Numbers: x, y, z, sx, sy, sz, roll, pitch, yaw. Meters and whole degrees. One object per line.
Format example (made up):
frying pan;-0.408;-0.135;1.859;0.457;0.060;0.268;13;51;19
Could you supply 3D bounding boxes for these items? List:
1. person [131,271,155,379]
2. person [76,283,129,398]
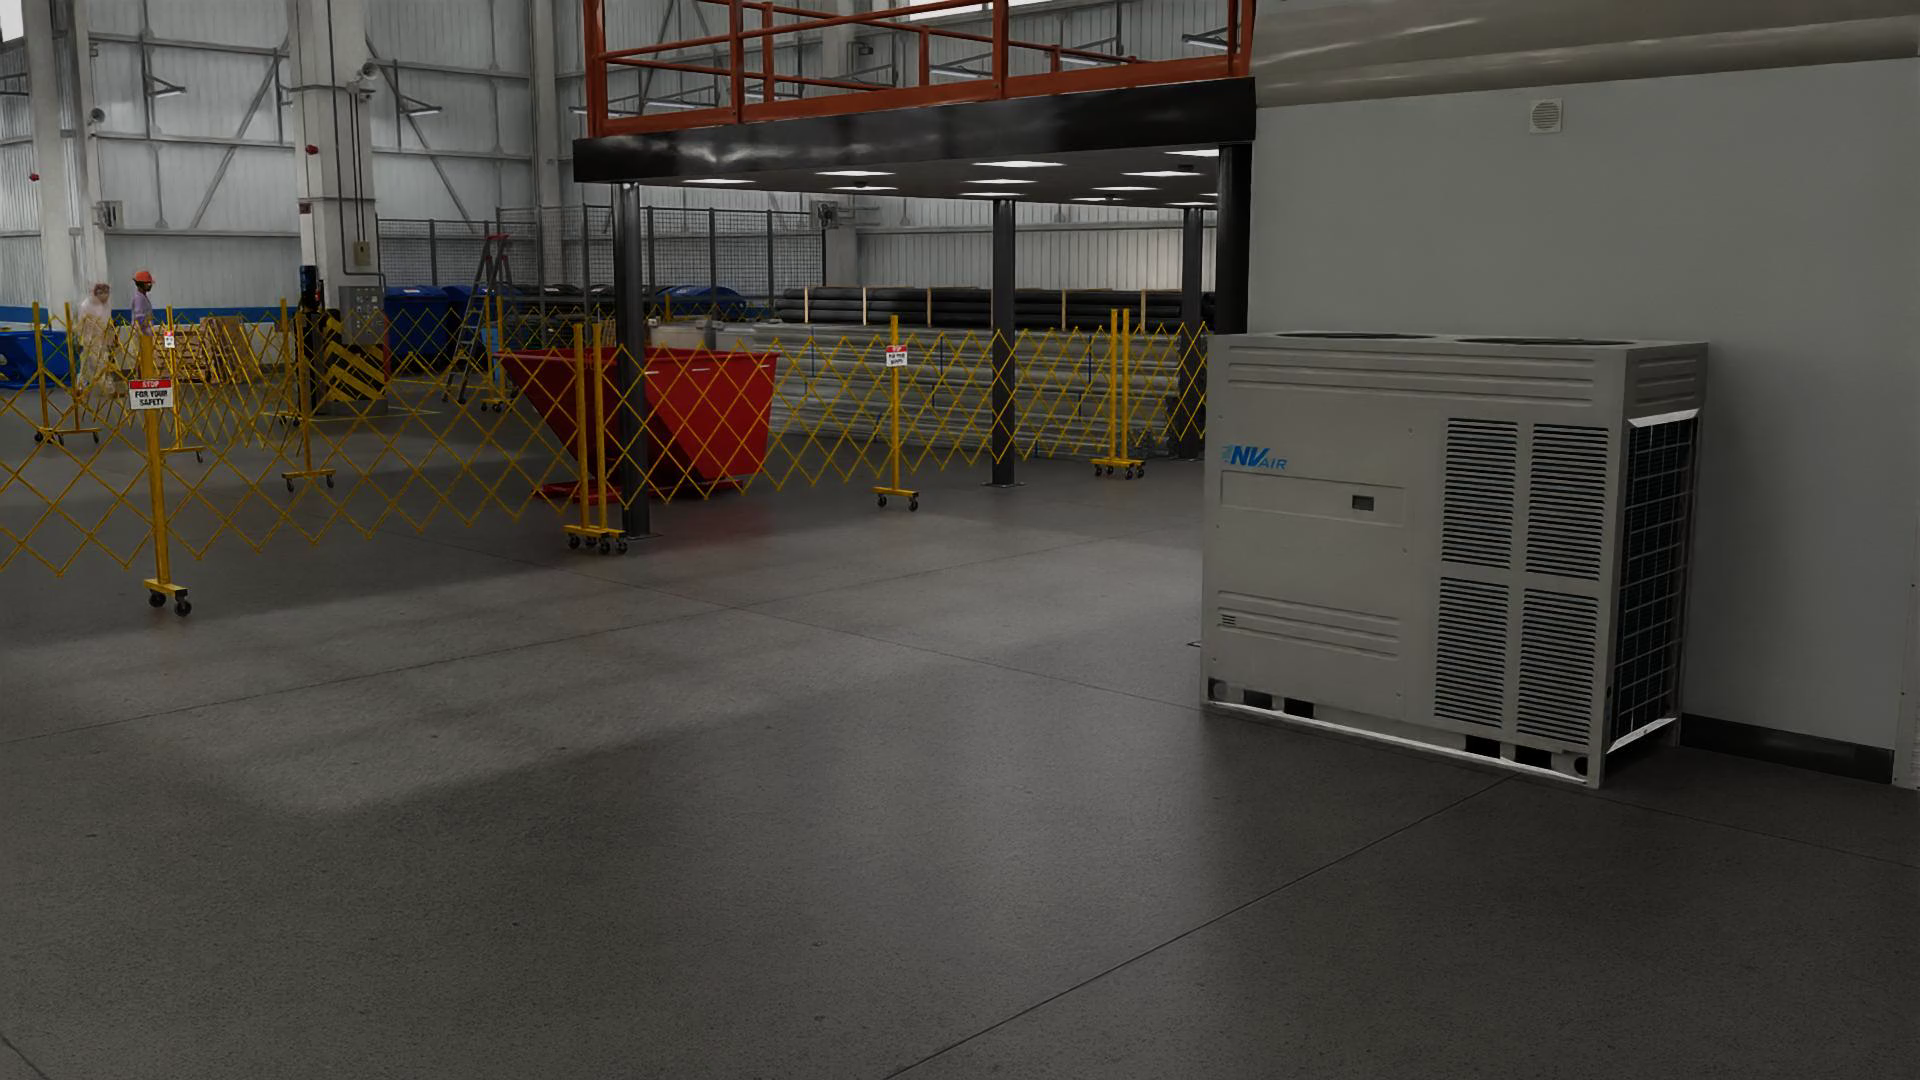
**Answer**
person;-13.477;-3.424;27.531;0.400;2.040;0.610;-3;10;-18
person;-13.892;-3.193;26.720;1.008;1.843;0.704;1;9;9
